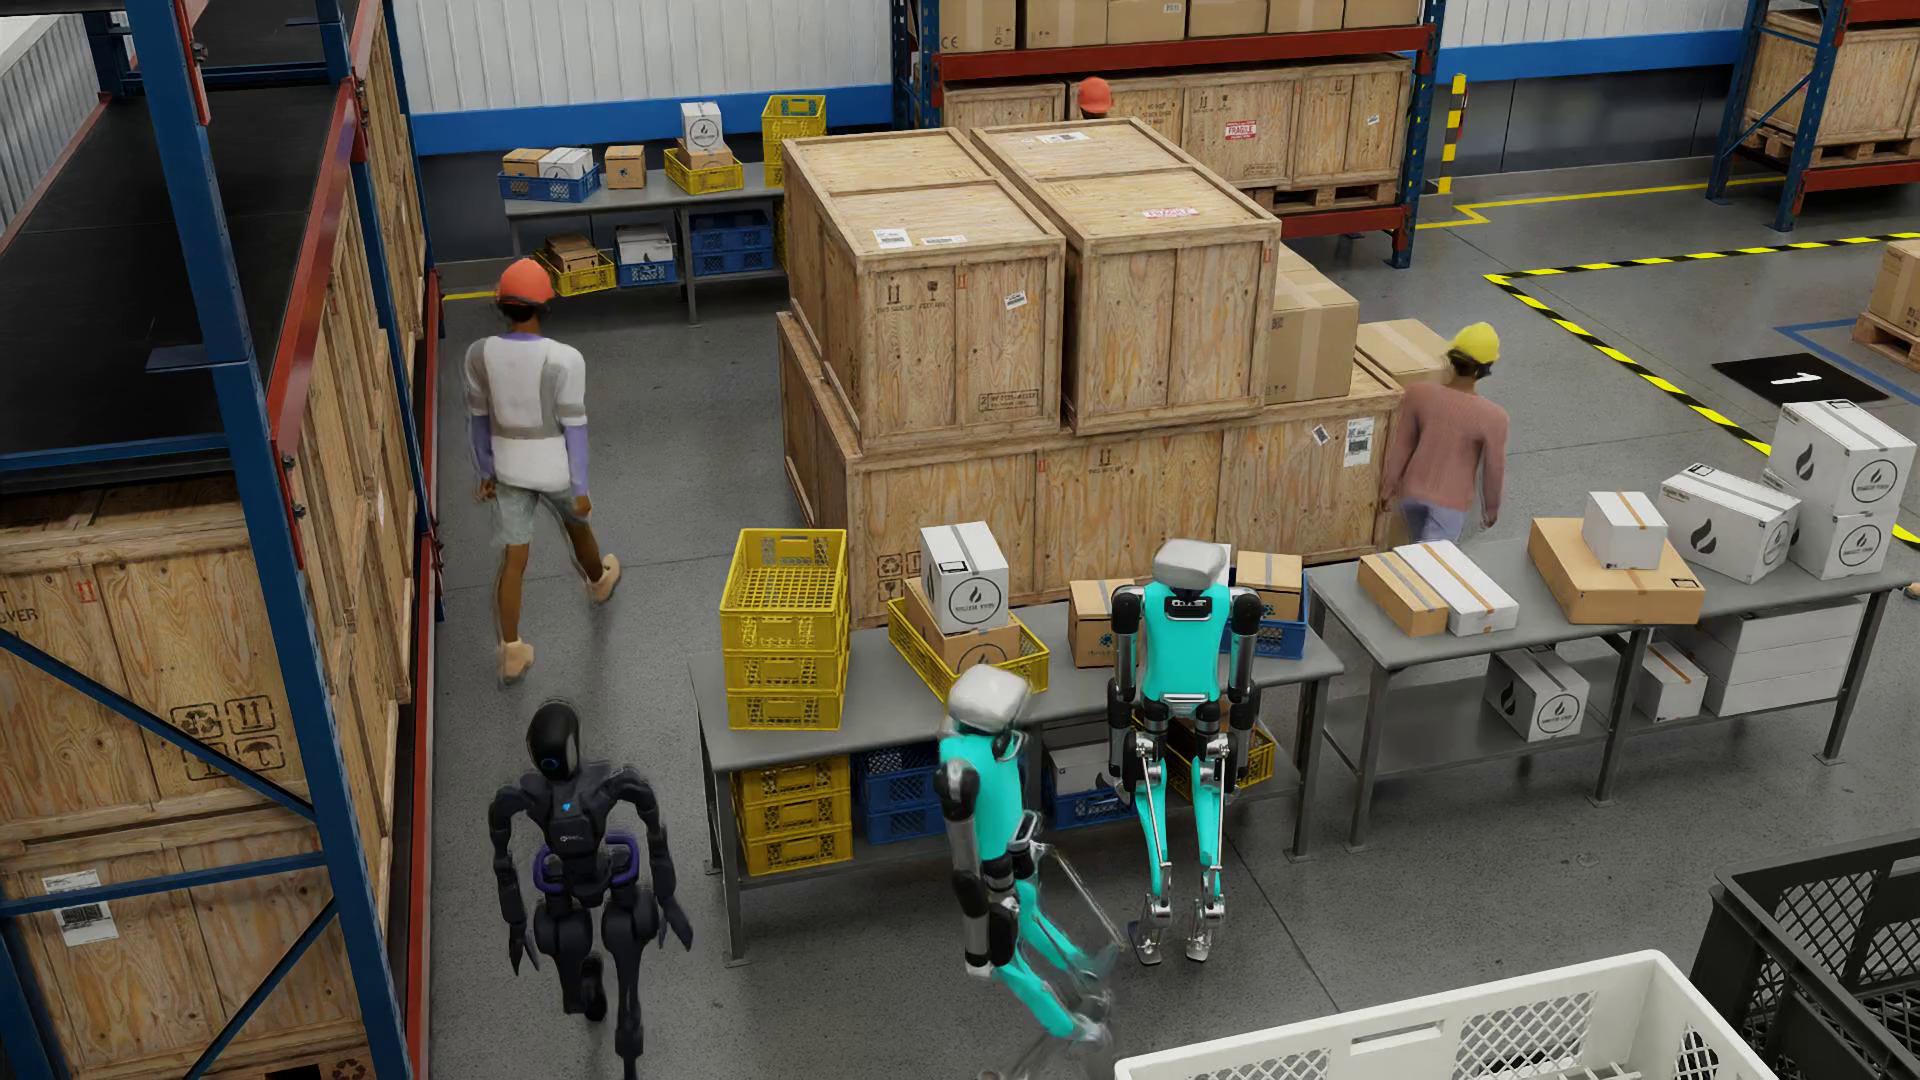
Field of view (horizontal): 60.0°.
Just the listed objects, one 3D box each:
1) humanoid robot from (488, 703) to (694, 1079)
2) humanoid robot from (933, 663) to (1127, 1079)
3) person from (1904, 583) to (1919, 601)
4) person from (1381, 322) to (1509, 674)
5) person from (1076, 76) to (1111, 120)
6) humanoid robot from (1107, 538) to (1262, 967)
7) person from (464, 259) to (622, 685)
[{"bbox_3d":[-1.210,1.170,5.557,0.615,1.635,0.637,-5,29,-8],"label":"humanoid robot"},{"bbox_3d":[0.332,1.269,5.395,0.828,1.873,0.537,9,30,15],"label":"humanoid robot"},{"bbox_3d":[5.192,-0.499,8.182,0.366,2.048,0.606,0,29,-1],"label":"person"},{"bbox_3d":[2.331,-0.217,8.007,0.532,1.707,0.921,25,37,37],"label":"person"},{"bbox_3d":[0.892,-2.222,11.428,0.549,1.933,0.369,-5,29,-9],"label":"person"},{"bbox_3d":[0.788,0.862,5.890,0.533,1.677,0.735,1,29,2],"label":"humanoid robot"},{"bbox_3d":[-2.057,-0.365,8.043,0.618,1.961,1.130,4,29,8],"label":"person"}]
